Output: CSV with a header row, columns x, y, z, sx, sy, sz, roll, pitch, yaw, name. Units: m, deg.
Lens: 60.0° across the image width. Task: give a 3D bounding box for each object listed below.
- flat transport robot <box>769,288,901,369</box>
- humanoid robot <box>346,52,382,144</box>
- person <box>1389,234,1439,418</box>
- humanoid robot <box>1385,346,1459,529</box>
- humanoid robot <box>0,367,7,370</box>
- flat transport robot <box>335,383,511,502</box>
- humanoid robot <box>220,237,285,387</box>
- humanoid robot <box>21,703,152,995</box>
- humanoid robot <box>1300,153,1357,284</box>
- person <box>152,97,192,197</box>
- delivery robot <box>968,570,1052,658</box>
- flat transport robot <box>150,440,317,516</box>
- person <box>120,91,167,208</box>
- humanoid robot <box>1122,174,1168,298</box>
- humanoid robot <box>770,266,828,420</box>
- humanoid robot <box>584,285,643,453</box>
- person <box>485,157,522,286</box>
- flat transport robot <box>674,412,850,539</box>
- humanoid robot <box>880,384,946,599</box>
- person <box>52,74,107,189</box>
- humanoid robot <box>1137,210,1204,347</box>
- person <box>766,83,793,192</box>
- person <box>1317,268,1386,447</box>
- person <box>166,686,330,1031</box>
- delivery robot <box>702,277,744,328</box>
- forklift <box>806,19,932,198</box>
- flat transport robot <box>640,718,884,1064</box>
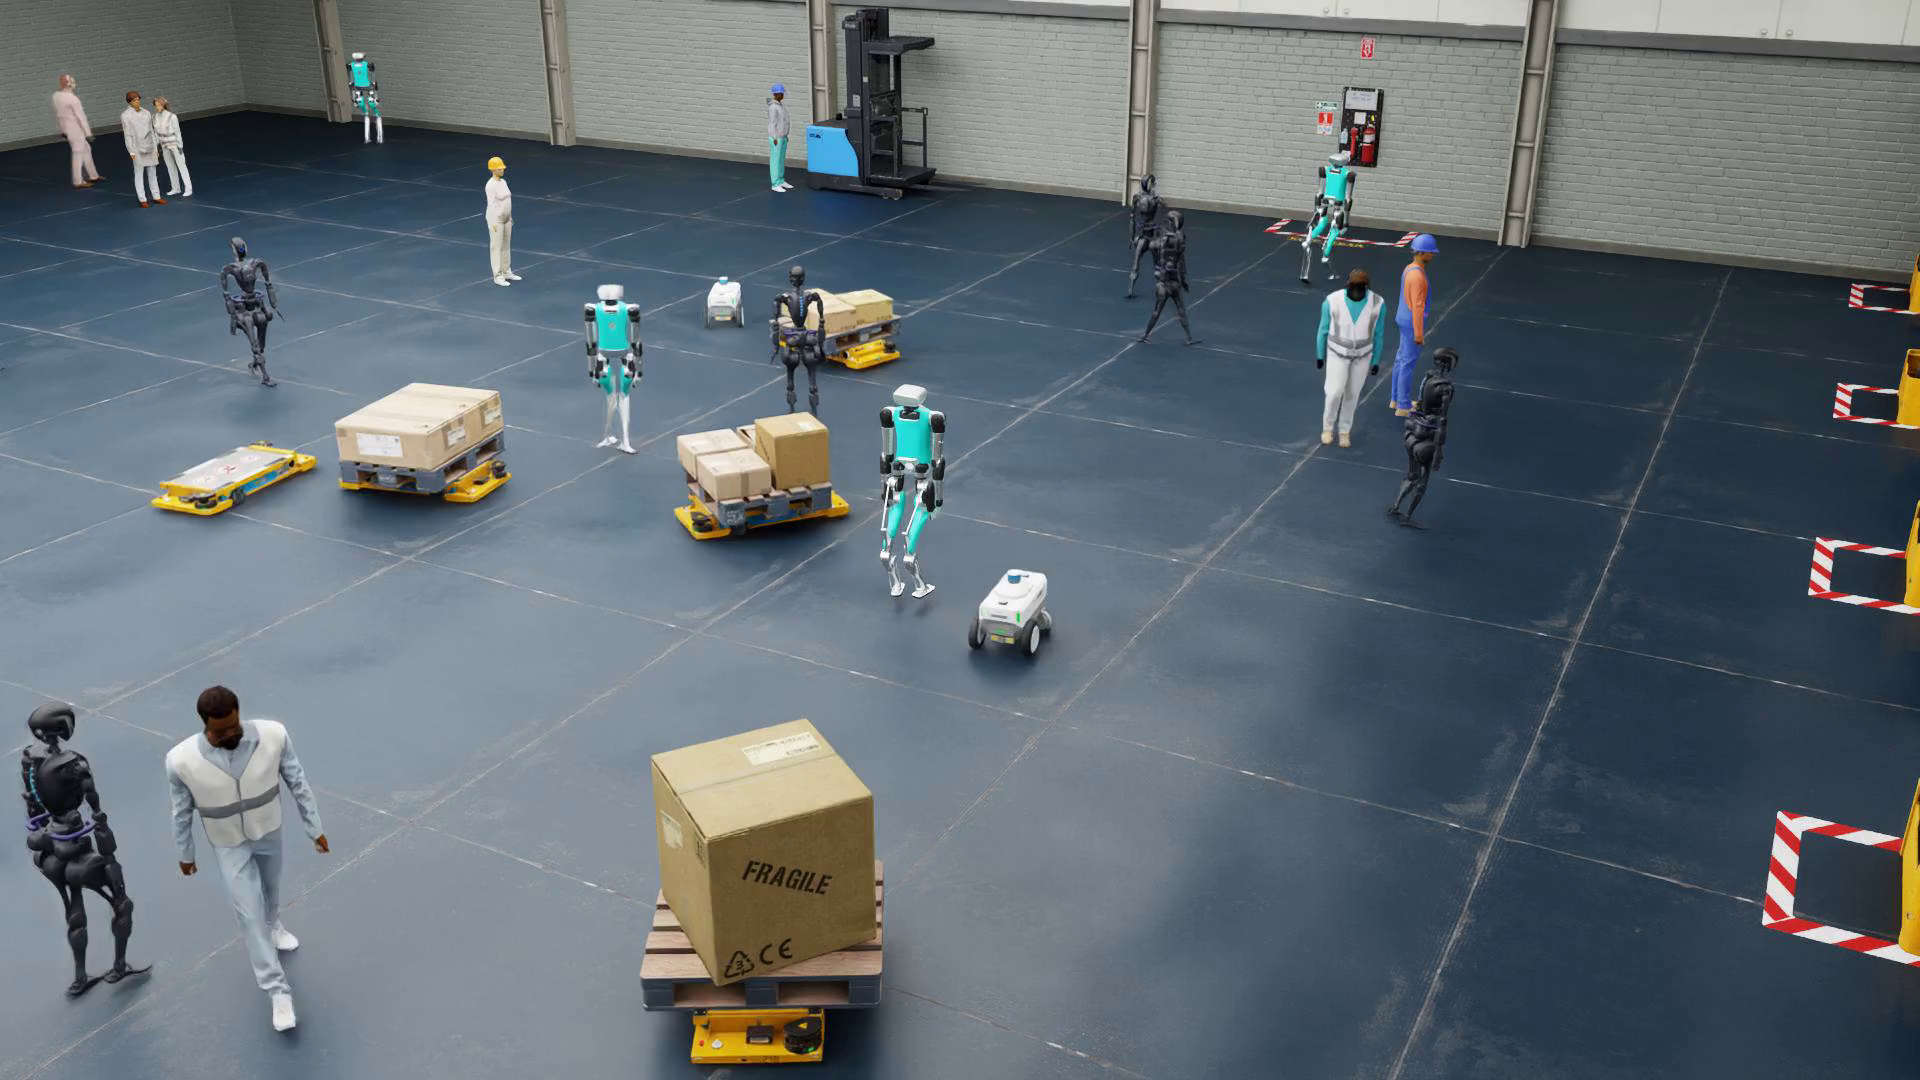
x,y,z,sx,sy,sz,roll,pitch,yaw,name
-1.440,-2.292,19.499,1.431,0.231,0.659,21,31,40,flat transport robot
-11.473,-8.582,32.231,0.530,1.745,0.700,-1,23,-2,humanoid robot
4.714,-2.230,17.277,0.362,1.910,0.513,1,23,2,person
4.029,-0.903,14.479,0.402,1.637,0.590,-5,24,-10,humanoid robot
-11.251,-2.631,18.461,1.011,1.746,0.532,4,24,9,humanoid robot
-5.007,-0.612,15.587,1.431,0.231,0.659,7,24,15,flat transport robot
-7.823,-2.541,18.375,0.784,1.646,0.596,20,30,38,humanoid robot
-4.624,1.596,8.674,0.616,1.648,0.418,11,25,23,humanoid robot
4.861,-4.226,22.232,0.548,1.785,1.055,18,29,35,humanoid robot
-13.125,-6.536,27.661,0.525,1.628,0.321,9,25,20,person
0.410,0.519,12.580,0.522,0.584,0.751,8,25,18,delivery robot
-6.764,-0.586,15.527,0.659,0.231,1.431,8,25,19,flat transport robot
-13.217,-6.319,26.896,0.365,1.833,0.501,16,28,33,person
2.476,-3.955,21.670,0.587,1.628,0.796,17,28,34,humanoid robot
-1.635,-1.962,16.969,0.607,1.633,0.464,-9,25,-20,humanoid robot
-3.352,-1.695,16.264,0.603,1.779,0.865,-2,23,-5,humanoid robot
-6.169,-4.284,22.323,0.321,1.698,0.474,6,24,13,person
-1.793,-0.322,14.912,1.431,0.231,0.659,-11,26,-24,flat transport robot
-0.440,-0.315,12.866,0.533,1.677,0.735,8,24,18,humanoid robot
-14.972,-6.984,28.381,0.667,1.878,0.797,17,29,35,person
2.498,-3.055,19.541,0.789,1.621,0.588,15,27,31,humanoid robot
-3.066,-6.796,28.075,0.362,1.780,0.523,6,24,13,person
3.834,-1.789,16.372,0.628,1.821,0.457,1,23,3,person
-3.668,1.527,8.603,0.673,1.854,1.029,-17,28,-34,person
-2.931,-2.970,20.704,0.499,0.587,0.769,0,23,-1,delivery robot
-1.573,-7.292,27.850,1.873,2.768,1.129,12,26,25,forklift
-1.012,2.259,8.903,0.659,0.231,1.431,-1,23,-1,flat transport robot
